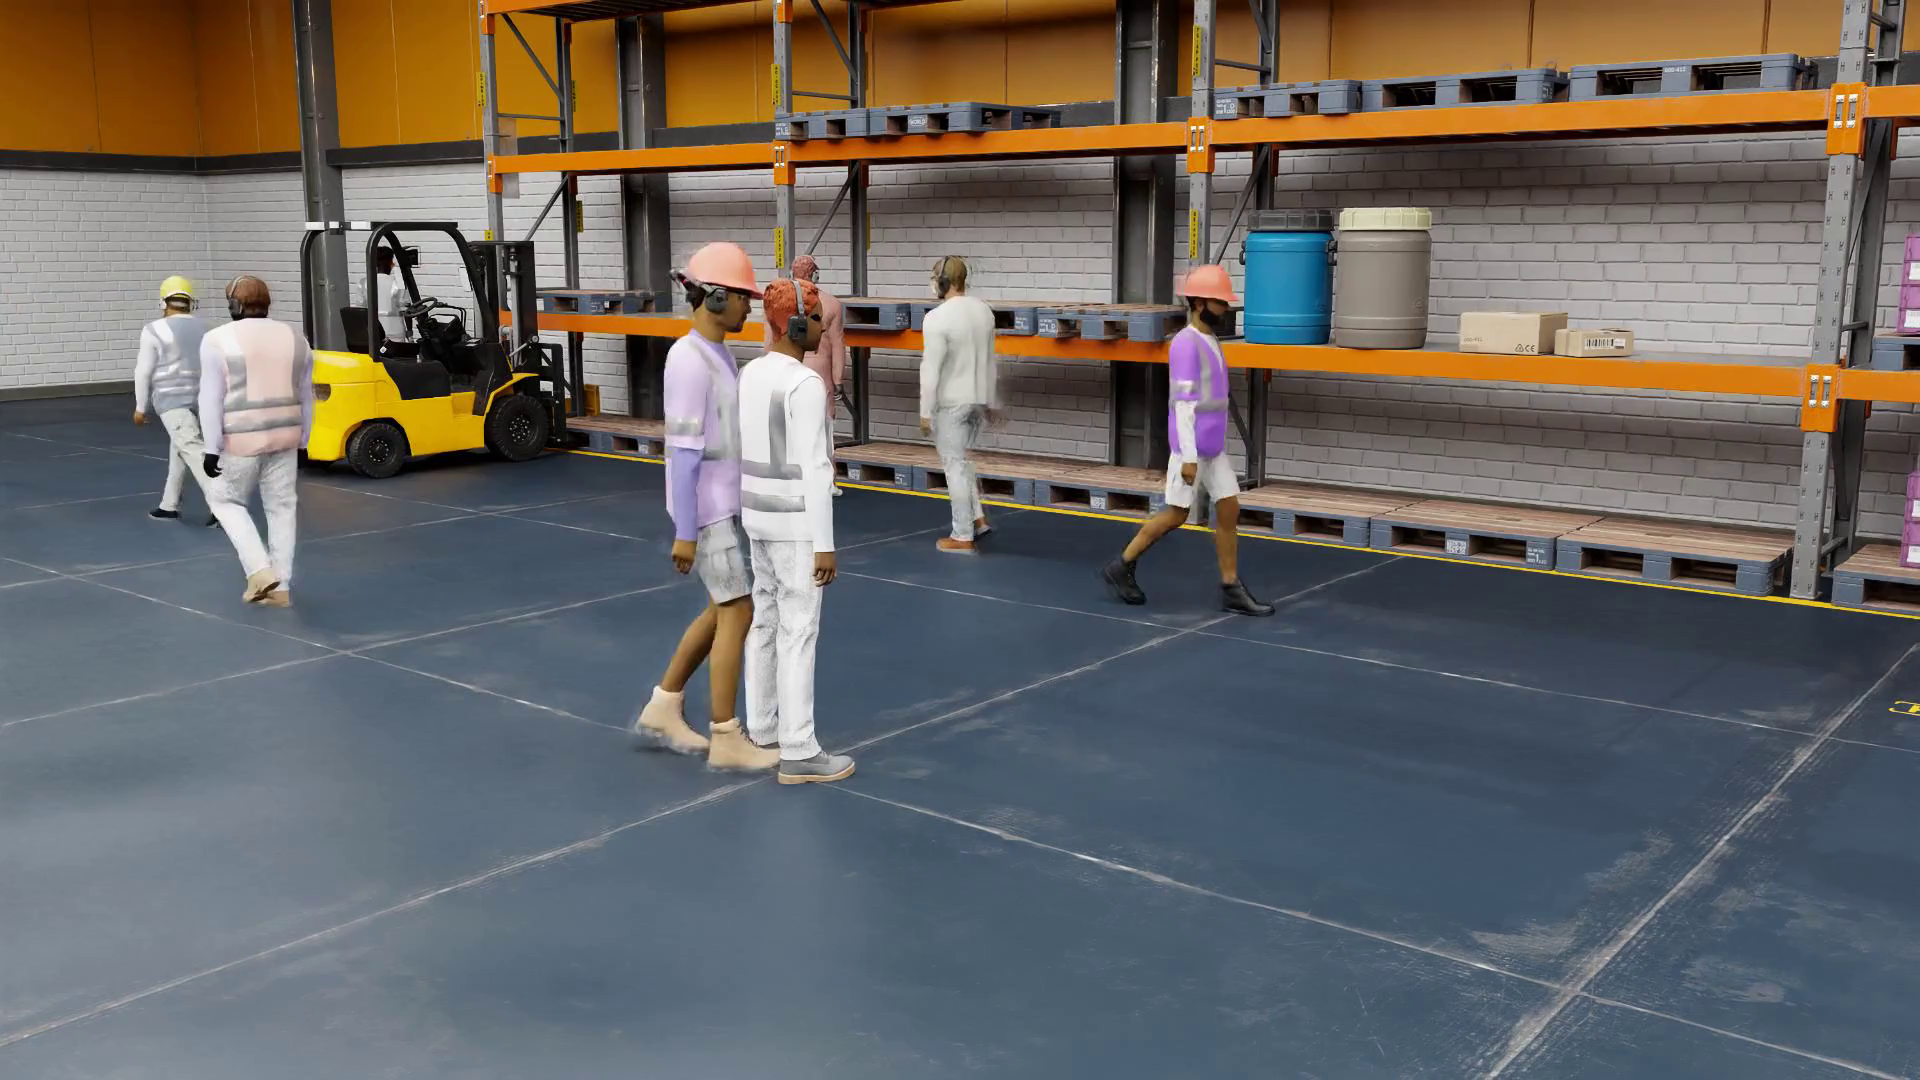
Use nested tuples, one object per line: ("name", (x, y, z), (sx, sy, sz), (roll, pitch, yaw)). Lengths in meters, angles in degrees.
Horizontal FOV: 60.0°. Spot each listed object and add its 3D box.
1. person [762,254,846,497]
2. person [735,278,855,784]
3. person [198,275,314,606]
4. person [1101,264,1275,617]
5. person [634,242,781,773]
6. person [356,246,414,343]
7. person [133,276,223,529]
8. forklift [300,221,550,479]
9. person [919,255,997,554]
("person", (-1.206, -1.271, 13.041), (0.642, 1.909, 0.399), (1, 10, 7))
("person", (-0.642, -0.033, 6.248), (0.337, 1.882, 0.583), (-7, 12, -33))
("person", (-3.852, -0.526, 9.128), (0.445, 1.830, 0.654), (8, 13, 39))
("person", (1.231, -0.538, 9.013), (0.941, 1.903, 0.557), (5, 12, 27))
("person", (-0.971, -0.128, 6.415), (0.679, 2.011, 0.622), (0, 10, 0))
("person", (-6.427, -2.310, 18.654), (0.613, 1.956, 0.381), (-1, 10, -3))
("person", (-5.460, -0.968, 11.744), (0.959, 1.778, 0.580), (5, 11, 25))
("forklift", (-4.922, -1.741, 14.854), (1.214, 2.155, 2.313), (8, 13, 38))
("person", (-0.038, -0.859, 10.710), (0.444, 1.922, 0.652), (8, 13, 37))
